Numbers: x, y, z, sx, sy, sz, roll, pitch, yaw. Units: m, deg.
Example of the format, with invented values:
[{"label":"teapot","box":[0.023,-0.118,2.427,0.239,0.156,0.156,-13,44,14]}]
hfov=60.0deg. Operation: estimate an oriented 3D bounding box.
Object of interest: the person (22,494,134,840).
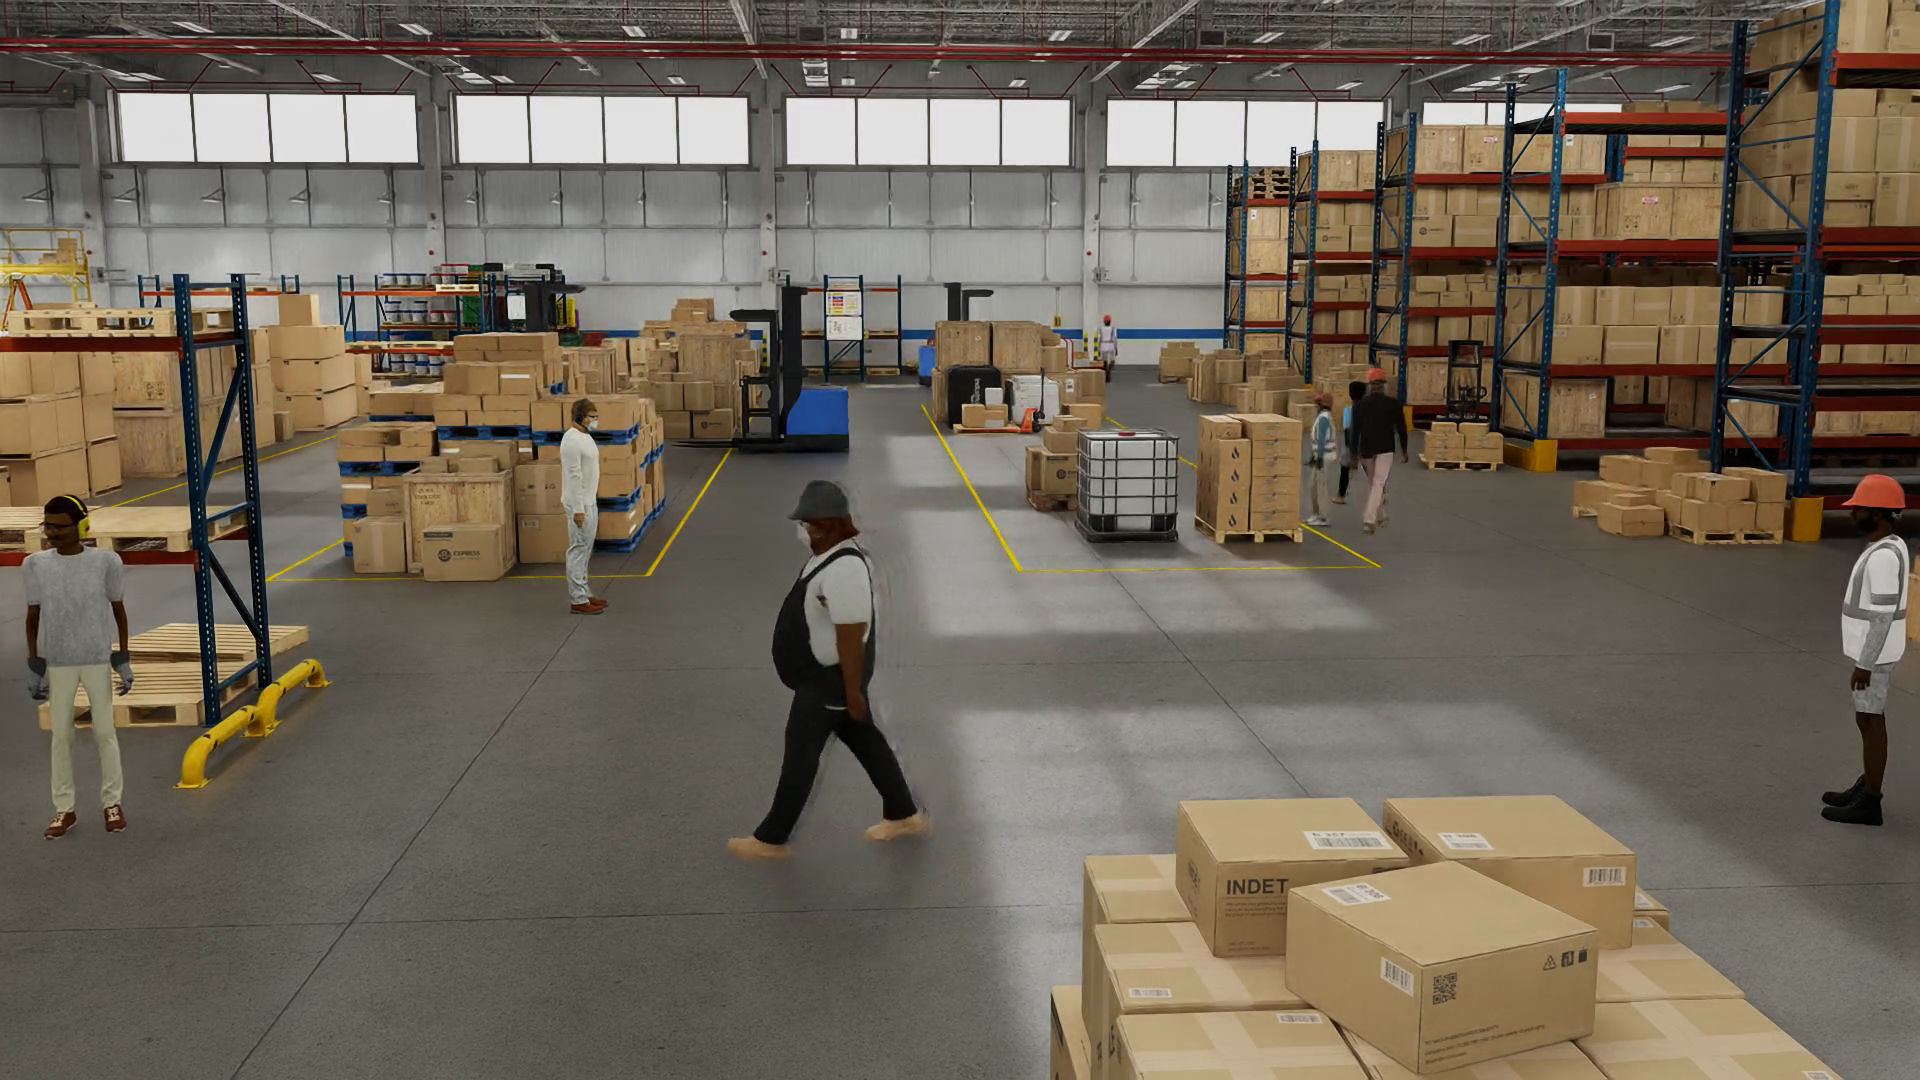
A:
[{"label":"person","box":[-4.749,0.676,8.976,0.514,1.863,0.327,-3,10,-19]}]

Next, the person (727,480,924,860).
[{"label":"person","box":[-0.664,0.634,8.678,1.036,2.000,0.688,-1,9,-4]}]

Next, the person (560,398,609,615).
[{"label":"person","box":[-3.375,-0.304,14.903,0.373,1.936,0.629,0,9,-2]}]

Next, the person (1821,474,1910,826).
[{"label":"person","box":[5.010,0.604,9.184,0.360,1.939,0.543,5,11,30]}]

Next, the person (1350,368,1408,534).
[{"label":"person","box":[4.934,-1.057,19.655,0.619,1.935,1.083,6,11,33]}]

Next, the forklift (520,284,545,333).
[{"label":"forklift","box":[-9.320,-4.225,36.561,1.873,2.768,1.129,-1,9,-4]}]

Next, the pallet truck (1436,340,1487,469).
[{"label":"pallet truck","box":[8.004,-2.170,26.422,0.823,1.965,1.885,2,9,14]}]

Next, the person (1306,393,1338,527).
[{"label":"person","box":[4.388,-0.981,20.169,0.369,1.607,0.565,2,9,11]}]

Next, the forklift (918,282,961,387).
[{"label":"forklift","box":[-0.173,-5.567,44.987,1.873,2.768,1.129,-1,9,-4]}]

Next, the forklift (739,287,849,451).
[{"label":"forklift","box":[-2.857,-2.959,28.607,1.873,2.768,1.129,-1,9,-4]}]

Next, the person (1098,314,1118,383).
[{"label":"person","box":[4.164,-5.389,46.860,0.582,1.924,0.406,3,9,17]}]

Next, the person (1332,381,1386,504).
[{"label":"person","box":[5.222,-1.248,21.676,0.522,1.664,0.856,-4,10,-23]}]
